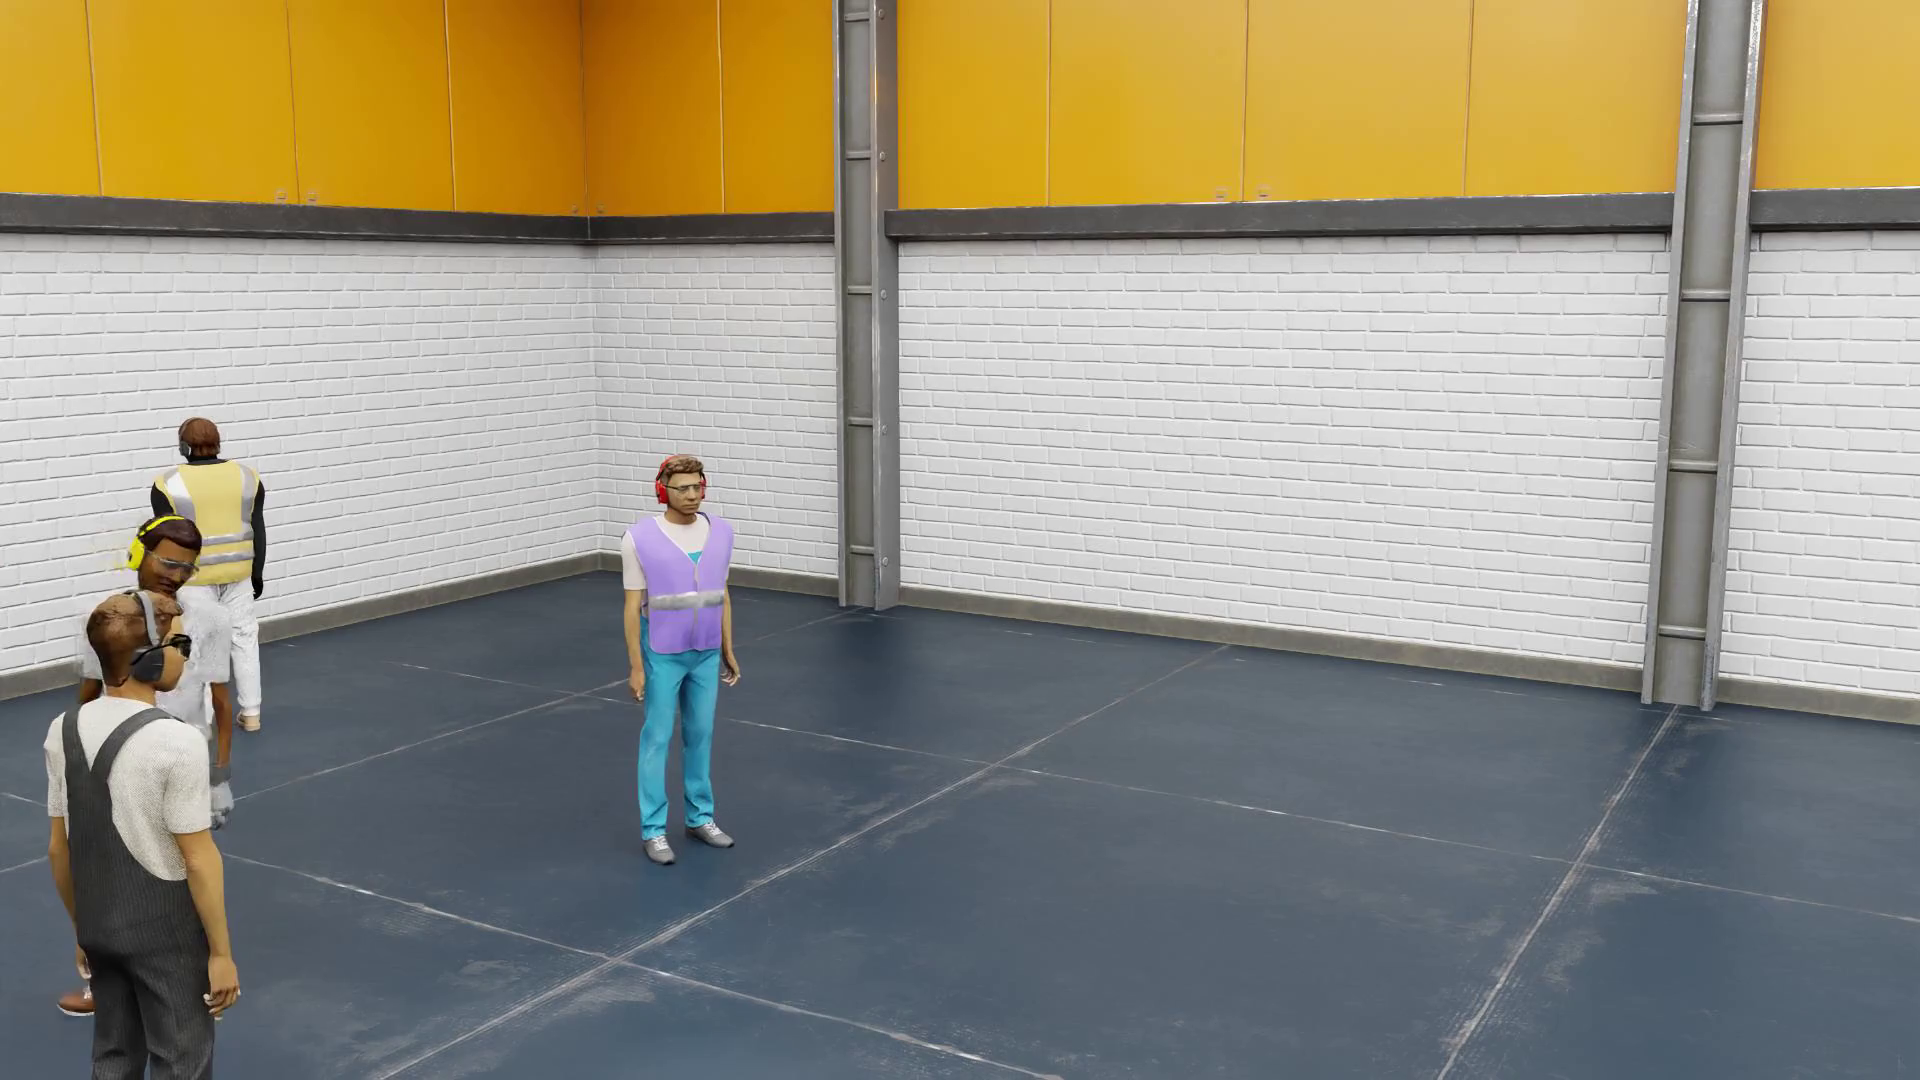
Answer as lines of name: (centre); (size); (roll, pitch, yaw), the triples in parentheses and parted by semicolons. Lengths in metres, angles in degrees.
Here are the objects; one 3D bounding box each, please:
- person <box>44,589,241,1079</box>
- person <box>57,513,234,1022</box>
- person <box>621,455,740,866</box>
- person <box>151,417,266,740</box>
person: (-2.110, 1.042, 4.332); (0.516, 1.842, 0.324); (3, 10, 20)
person: (-2.867, 0.818, 5.805); (0.688, 1.836, 0.307); (-1, 9, -4)
person: (-1.271, 0.522, 7.568); (0.565, 1.845, 0.387); (-8, 12, -41)
person: (-4.277, 0.217, 9.491); (0.429, 1.844, 0.627); (9, 13, 44)
